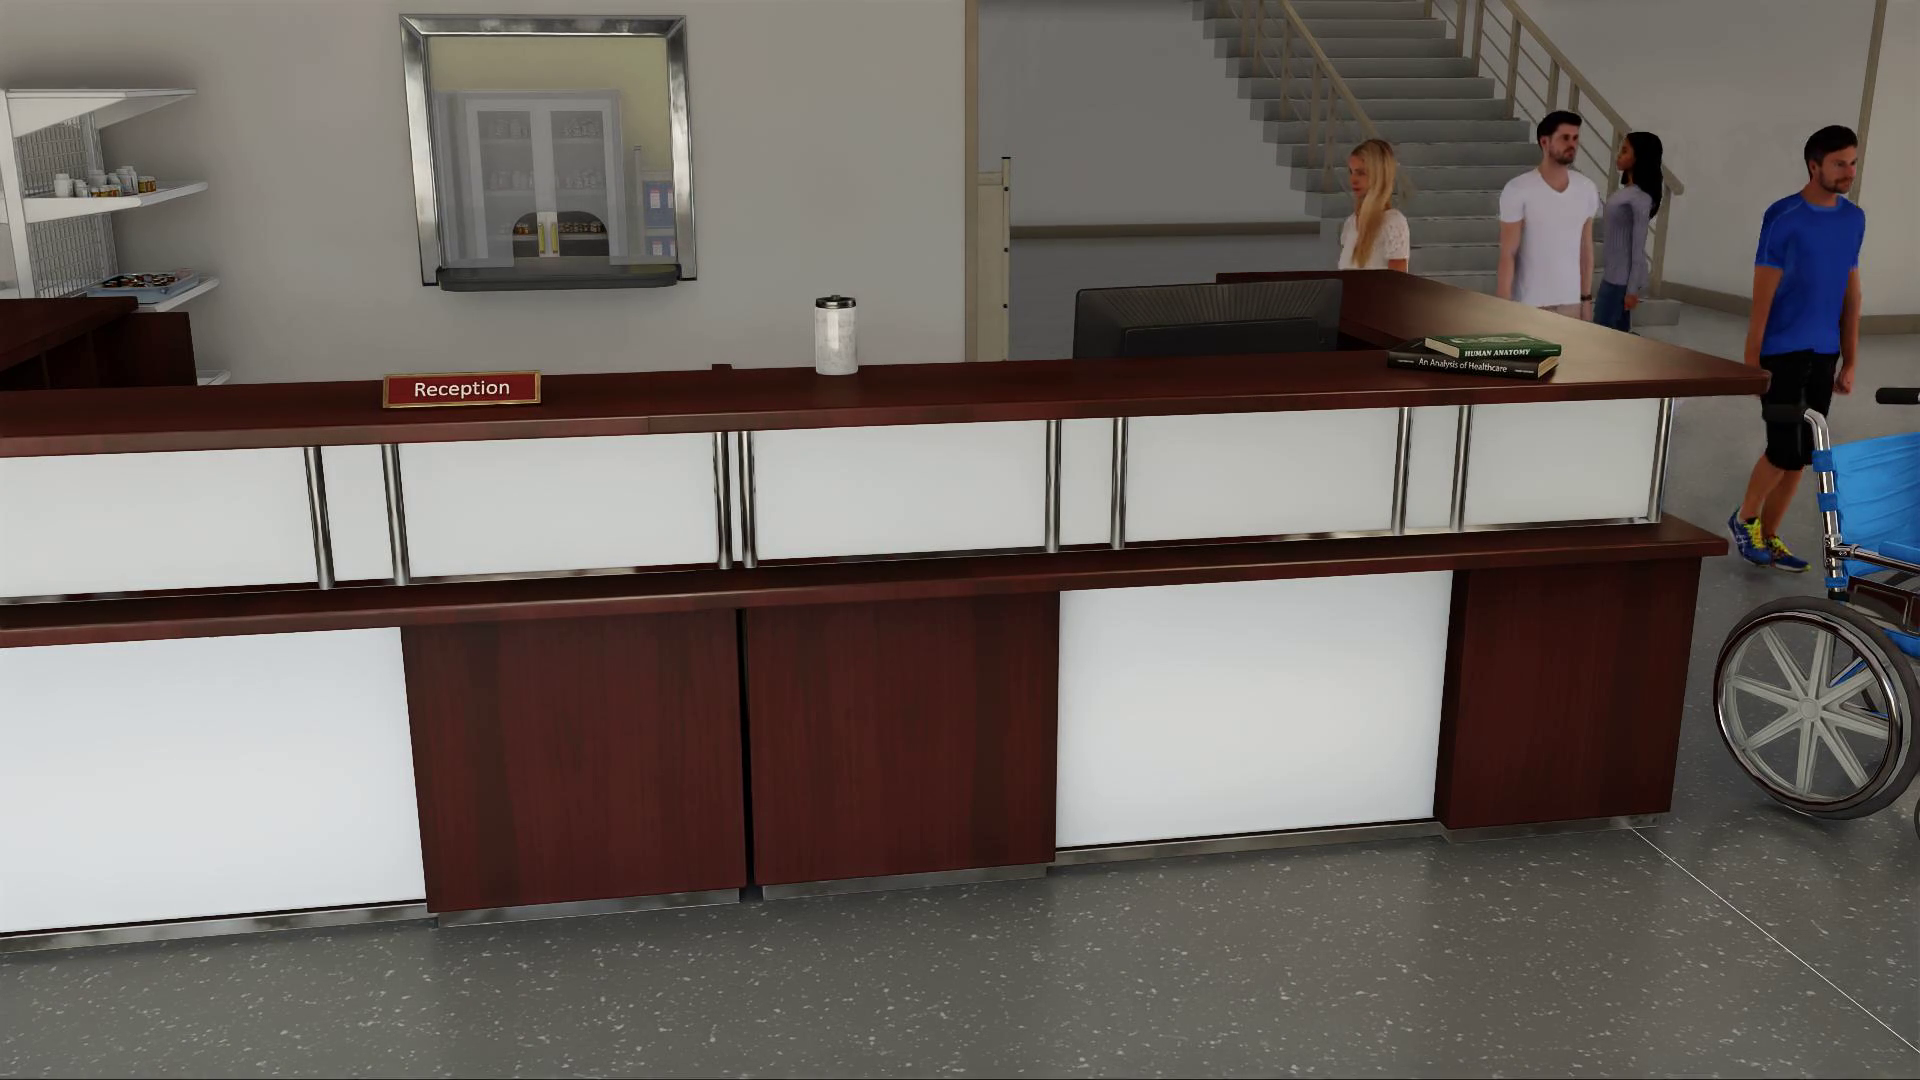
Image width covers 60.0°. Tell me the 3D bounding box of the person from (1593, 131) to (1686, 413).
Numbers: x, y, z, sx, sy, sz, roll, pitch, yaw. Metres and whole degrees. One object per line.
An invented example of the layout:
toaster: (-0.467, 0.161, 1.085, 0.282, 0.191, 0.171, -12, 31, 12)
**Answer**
person: (4.022, -1.518, 9.840, 0.952, 1.713, 1.045, 4, 16, 14)

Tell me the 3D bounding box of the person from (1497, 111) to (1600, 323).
person: (2.888, -1.190, 8.381, 0.715, 1.873, 0.908, -4, 16, -15)

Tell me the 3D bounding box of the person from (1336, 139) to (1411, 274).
person: (1.850, -0.788, 7.102, 0.707, 1.794, 0.552, -1, 16, -3)

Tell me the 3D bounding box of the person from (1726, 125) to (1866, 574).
person: (3.418, -0.777, 6.957, 0.671, 1.850, 0.679, -5, 17, -18)
